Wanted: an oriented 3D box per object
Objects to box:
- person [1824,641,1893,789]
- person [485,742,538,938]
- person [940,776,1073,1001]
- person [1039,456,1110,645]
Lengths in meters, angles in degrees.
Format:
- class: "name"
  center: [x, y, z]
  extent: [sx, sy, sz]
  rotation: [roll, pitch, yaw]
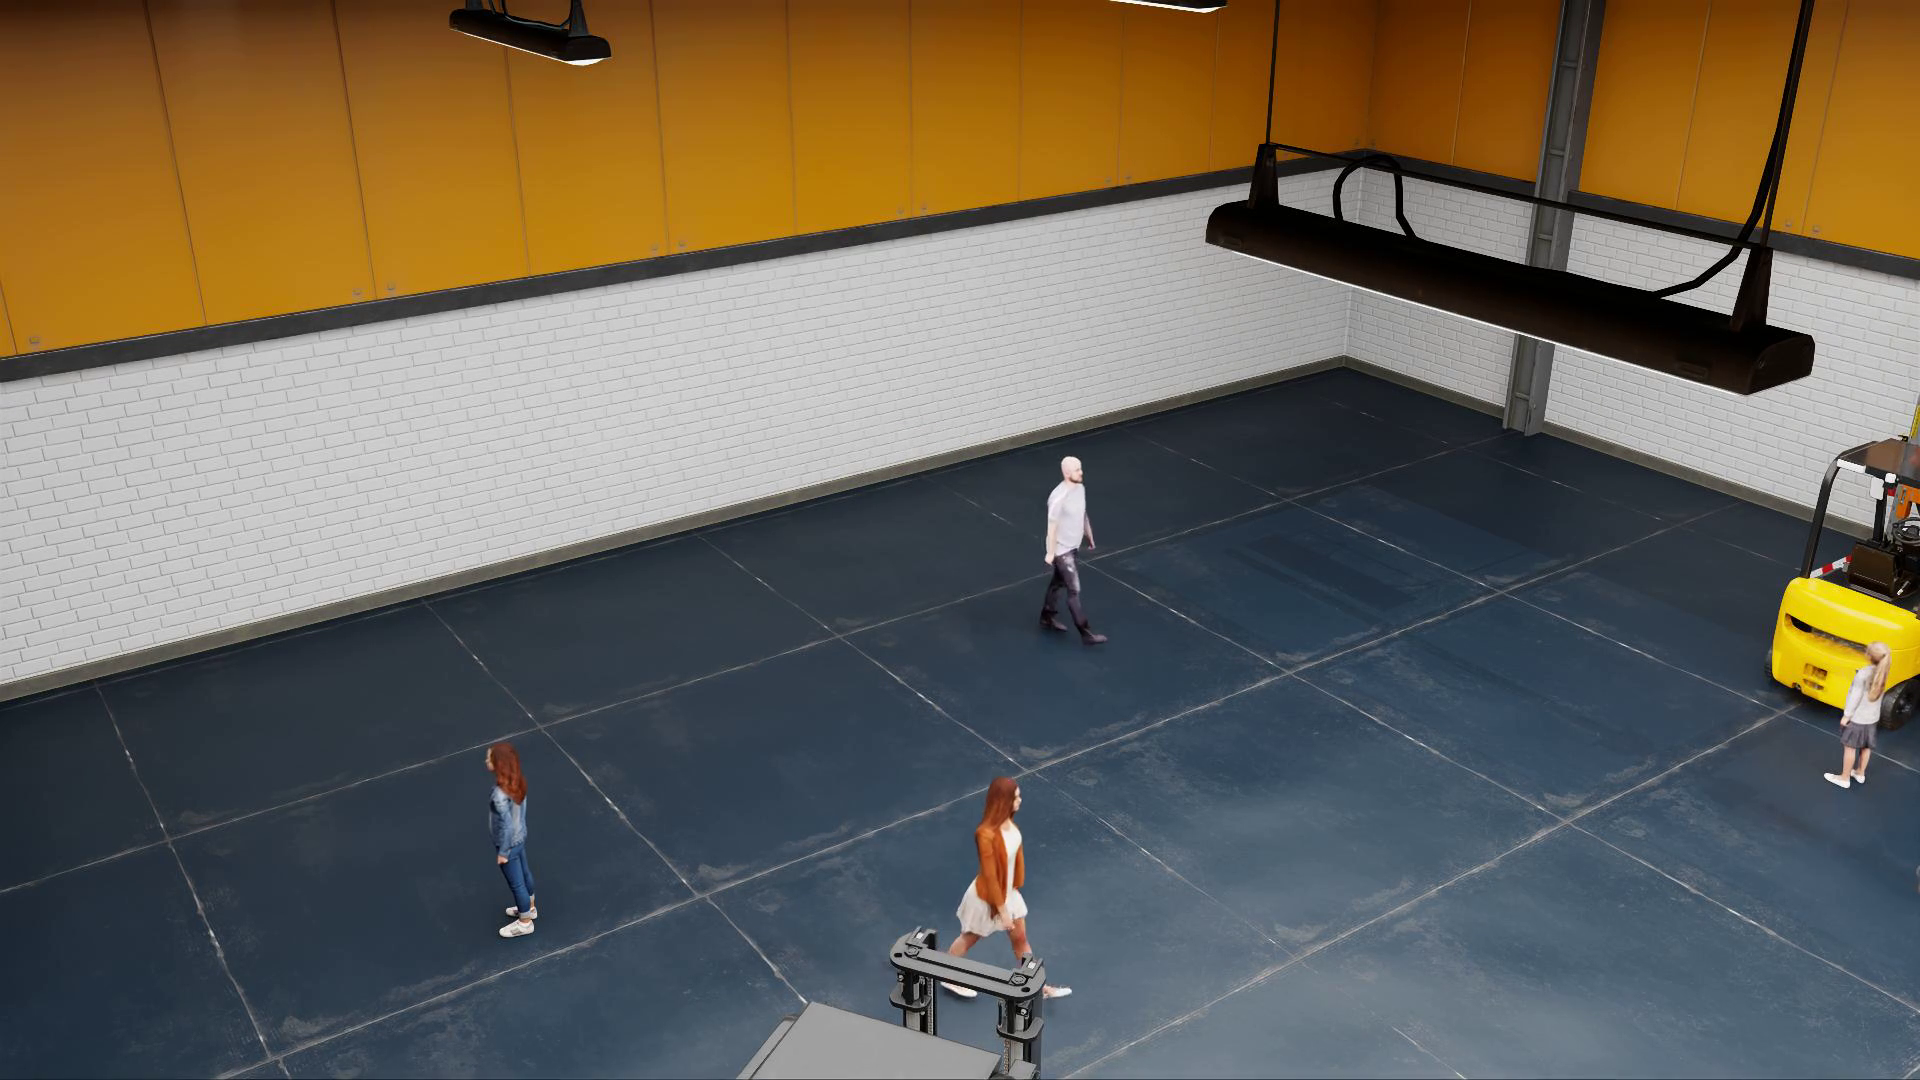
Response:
- class: "person"
  center: [7.208, 1.378, 13.271]
  extent: [0.546, 1.275, 0.572]
  rotation: [-9, 25, -20]
- class: "person"
  center: [-3.098, 2.051, 11.482]
  extent: [0.708, 1.476, 0.605]
  rotation: [-1, 24, -2]
- class: "person"
  center: [0.126, 2.278, 10.715]
  extent: [1.185, 1.675, 0.960]
  rotation: [11, 26, 24]
- class: "person"
  center: [0.911, 0.060, 15.626]
  extent: [1.153, 1.804, 0.956]
  rotation: [14, 27, 28]
